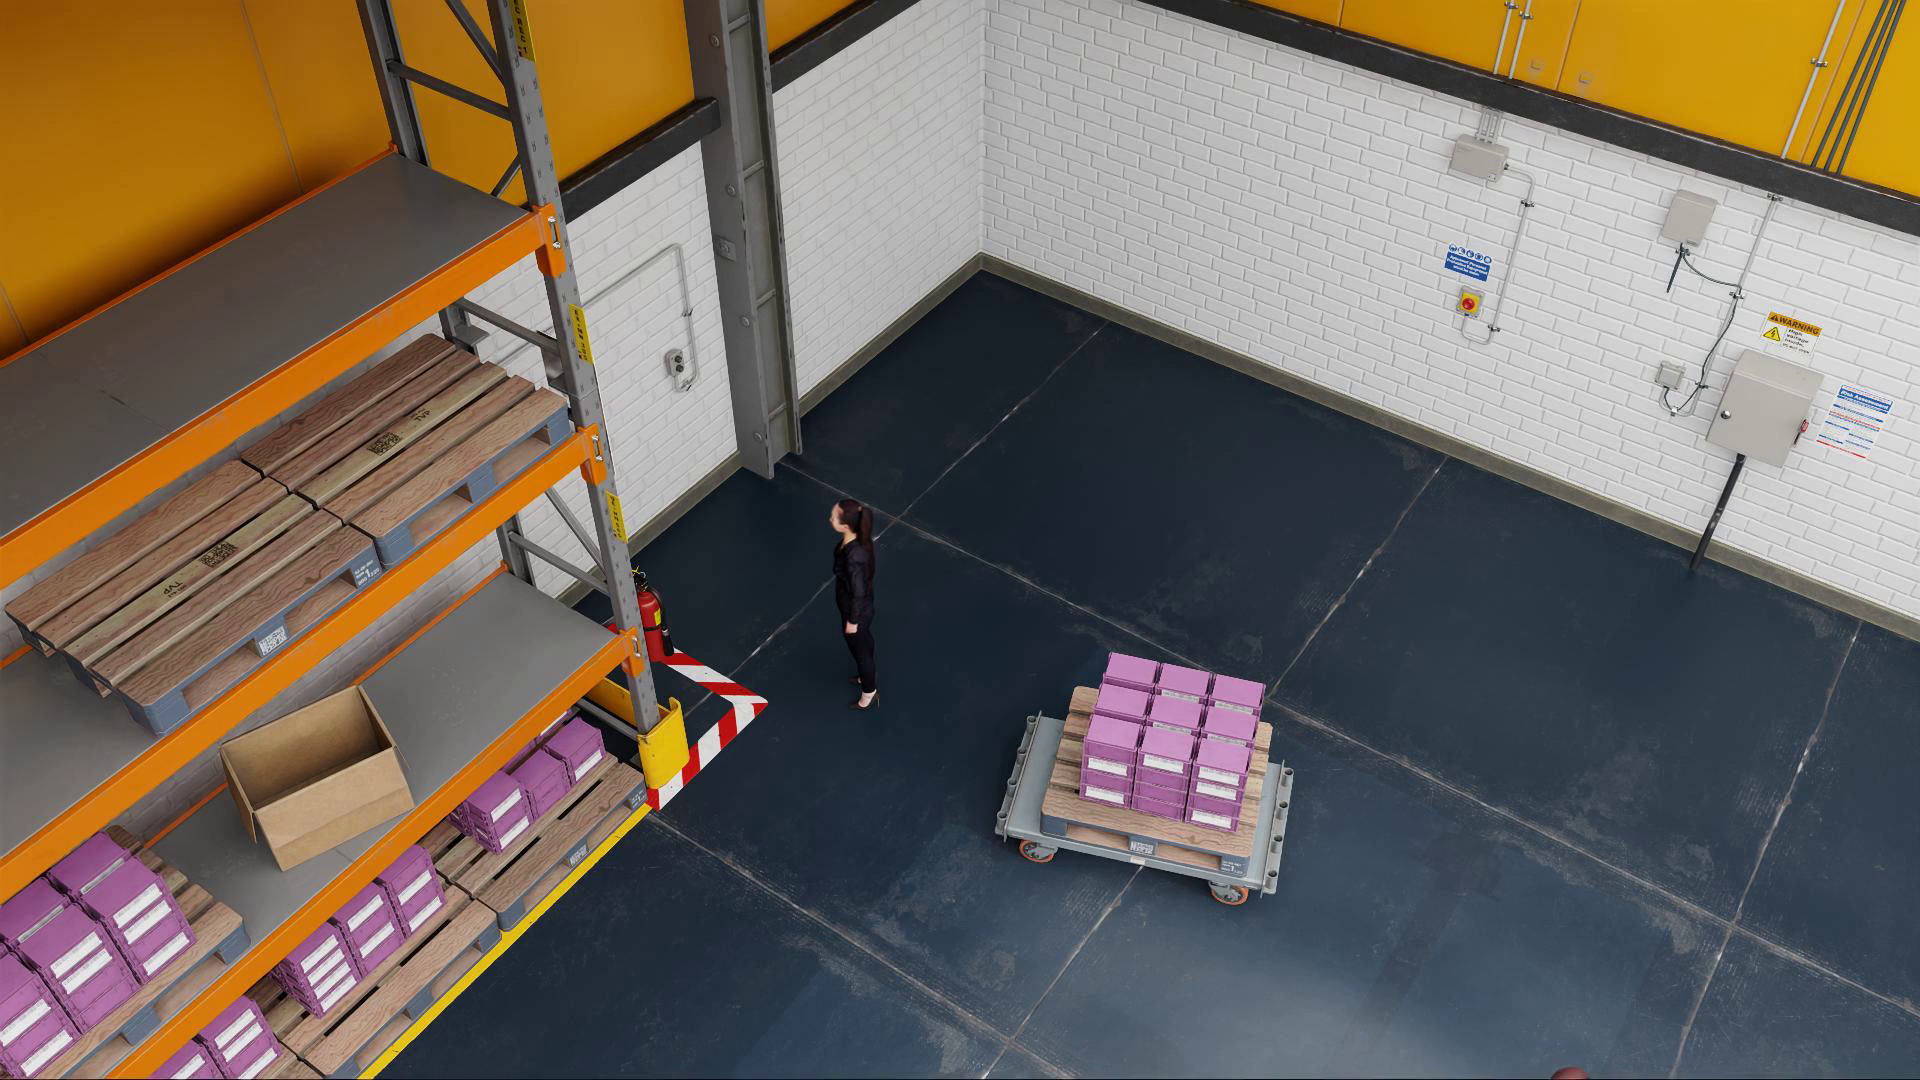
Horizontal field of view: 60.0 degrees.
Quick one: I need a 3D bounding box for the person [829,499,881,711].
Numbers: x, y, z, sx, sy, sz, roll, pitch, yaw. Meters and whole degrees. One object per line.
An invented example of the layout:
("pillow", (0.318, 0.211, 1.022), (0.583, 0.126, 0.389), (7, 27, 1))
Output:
("person", (-0.643, 0.399, 10.256), (0.704, 1.711, 0.608), (-1, 44, -1))
